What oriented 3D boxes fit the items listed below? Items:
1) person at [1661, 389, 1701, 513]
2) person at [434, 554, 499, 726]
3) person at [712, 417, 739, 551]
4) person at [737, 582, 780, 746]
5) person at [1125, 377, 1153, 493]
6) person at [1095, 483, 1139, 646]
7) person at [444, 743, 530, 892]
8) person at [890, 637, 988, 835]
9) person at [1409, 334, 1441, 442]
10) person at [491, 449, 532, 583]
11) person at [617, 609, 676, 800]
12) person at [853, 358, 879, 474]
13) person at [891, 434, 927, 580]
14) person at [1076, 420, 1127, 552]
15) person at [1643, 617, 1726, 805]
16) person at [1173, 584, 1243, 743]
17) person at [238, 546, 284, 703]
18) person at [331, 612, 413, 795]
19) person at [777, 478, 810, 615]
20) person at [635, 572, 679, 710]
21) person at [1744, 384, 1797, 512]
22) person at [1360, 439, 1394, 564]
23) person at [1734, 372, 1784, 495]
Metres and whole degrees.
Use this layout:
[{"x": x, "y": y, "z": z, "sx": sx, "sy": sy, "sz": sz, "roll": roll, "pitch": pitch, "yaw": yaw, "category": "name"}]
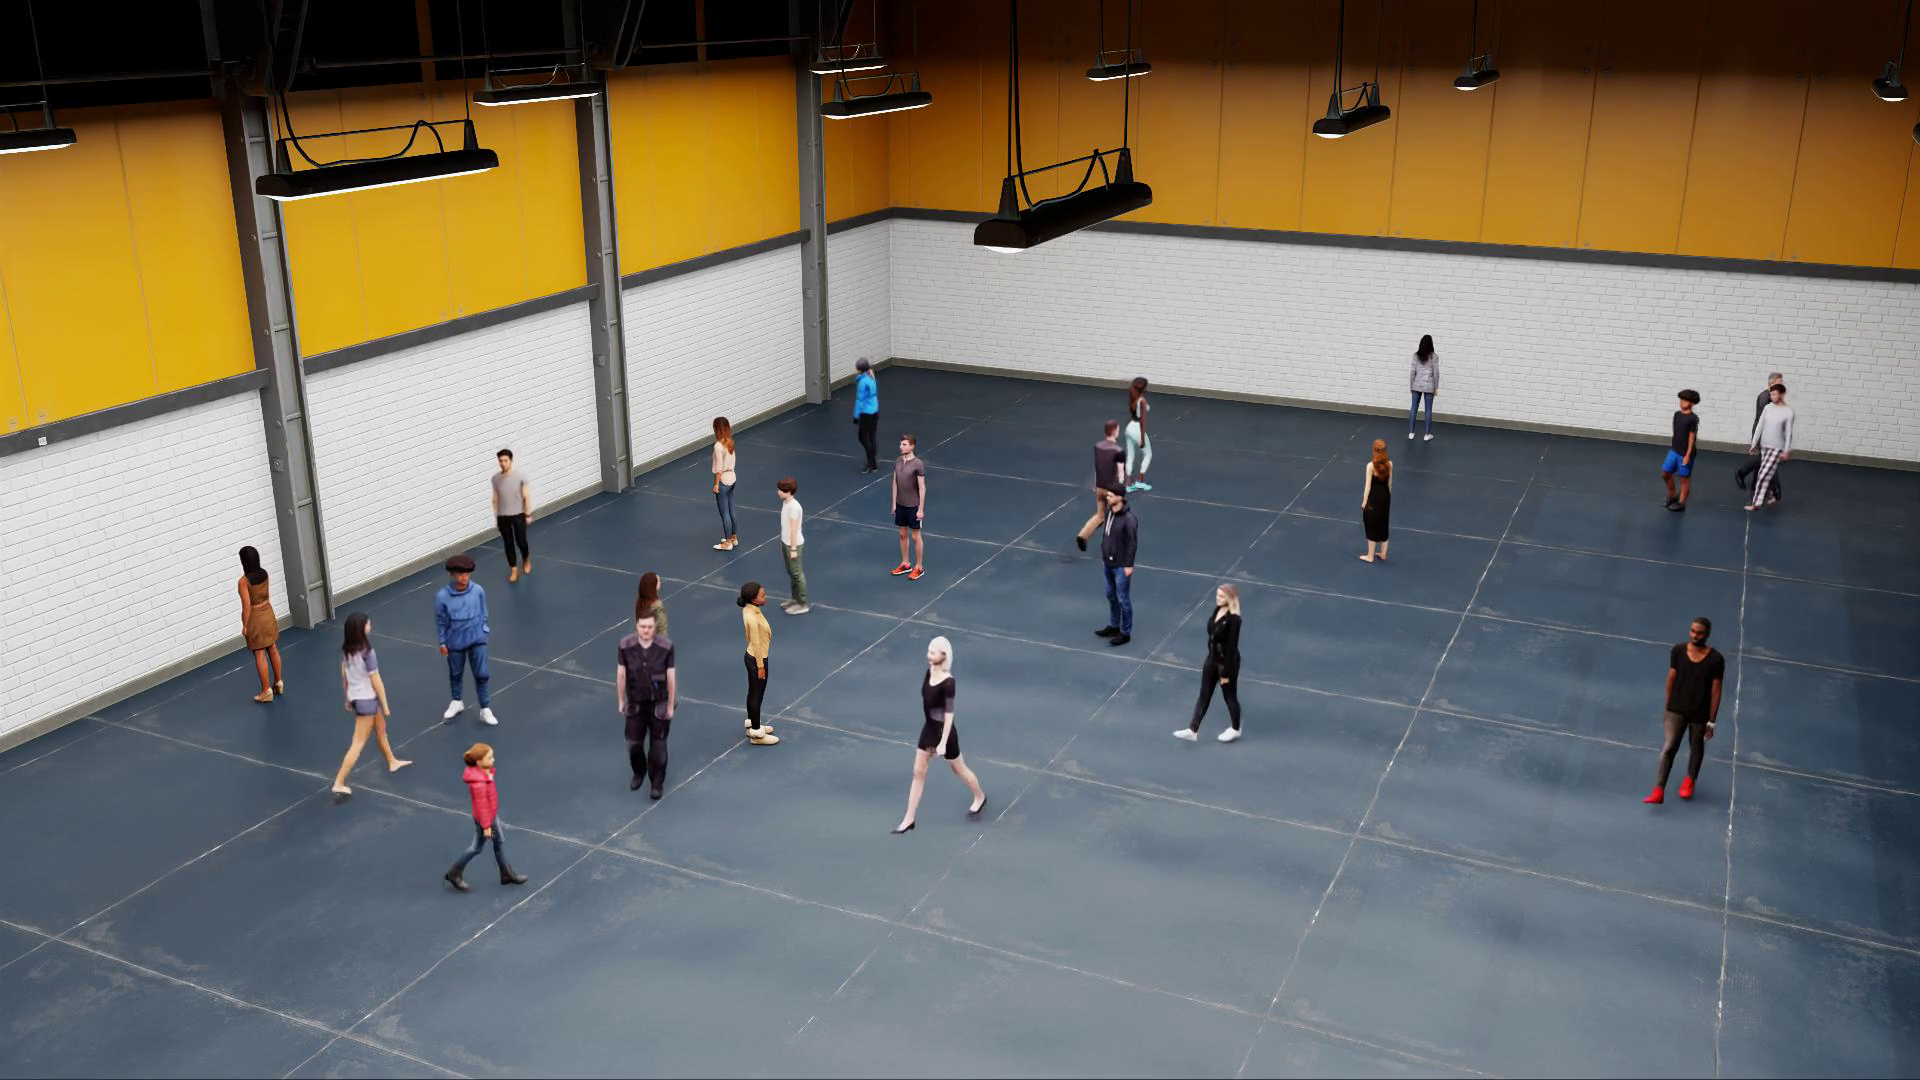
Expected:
[{"x": 10.225, "y": -1.257, "z": 23.391, "sx": 0.784, "sy": 1.784, "sz": 0.733, "roll": -9, "pitch": 20, "yaw": -24, "category": "person"}, {"x": -5.033, "y": 0.976, "z": 16.775, "sx": 0.954, "sy": 1.775, "sz": 1.005, "roll": -6, "pitch": 20, "yaw": -18, "category": "person"}, {"x": -3.089, "y": -0.754, "z": 21.886, "sx": 0.675, "sy": 1.792, "sz": 0.500, "roll": 5, "pitch": 19, "yaw": 16, "category": "person"}, {"x": -2.005, "y": 1.189, "z": 16.324, "sx": 0.752, "sy": 1.660, "sz": 0.681, "roll": -5, "pitch": 19, "yaw": -14, "category": "person"}, {"x": 2.513, "y": -1.523, "z": 24.293, "sx": 0.770, "sy": 1.713, "sz": 0.717, "roll": -9, "pitch": 21, "yaw": -26, "category": "person"}, {"x": 1.798, "y": 0.247, "z": 18.759, "sx": 0.783, "sy": 1.890, "sz": 0.763, "roll": -10, "pitch": 21, "yaw": -27, "category": "person"}, {"x": -3.973, "y": 2.286, "z": 13.639, "sx": 0.841, "sy": 1.294, "sz": 0.912, "roll": 0, "pitch": 19, "yaw": -1, "category": "person"}, {"x": -0.081, "y": 1.714, "z": 14.582, "sx": 1.277, "sy": 1.775, "sz": 1.009, "roll": -13, "pitch": 22, "yaw": -33, "category": "person"}, {"x": 7.572, "y": -2.505, "z": 27.180, "sx": 0.620, "sy": 1.732, "sz": 0.530, "roll": 10, "pitch": 21, "yaw": 27, "category": "person"}, {"x": -5.588, "y": -0.338, "z": 20.780, "sx": 0.748, "sy": 1.710, "sz": 0.806, "roll": 0, "pitch": 19, "yaw": -1, "category": "person"}, {"x": -2.838, "y": 1.455, "z": 15.254, "sx": 0.821, "sy": 1.838, "sz": 0.832, "roll": 0, "pitch": 19, "yaw": 0, "category": "person"}, {"x": -1.387, "y": -1.926, "z": 25.381, "sx": 0.571, "sy": 1.782, "sz": 0.780, "roll": -18, "pitch": 25, "yaw": -42, "category": "person"}, {"x": -0.629, "y": -0.433, "z": 20.840, "sx": 0.705, "sy": 1.851, "sz": 0.634, "roll": 15, "pitch": 24, "yaw": 37, "category": "person"}, {"x": 1.863, "y": -0.642, "z": 21.509, "sx": 1.084, "sy": 1.821, "sz": 0.940, "roll": -13, "pitch": 23, "yaw": -34, "category": "person"}, {"x": 6.684, "y": 1.537, "z": 15.115, "sx": 0.868, "sy": 1.772, "sz": 1.155, "roll": 15, "pitch": 24, "yaw": 37, "category": "person"}, {"x": 2.648, "y": 1.214, "z": 16.245, "sx": 1.069, "sy": 1.663, "sz": 0.986, "roll": -8, "pitch": 20, "yaw": -21, "category": "person"}, {"x": -7.274, "y": 0.857, "z": 17.262, "sx": 0.655, "sy": 1.690, "sz": 0.502, "roll": 5, "pitch": 19, "yaw": 13, "category": "person"}, {"x": -5.530, "y": 1.530, "z": 15.259, "sx": 0.724, "sy": 1.692, "sz": 1.183, "roll": 11, "pitch": 22, "yaw": 31, "category": "person"}, {"x": -1.980, "y": 0.054, "z": 19.706, "sx": 0.699, "sy": 1.651, "sz": 0.647, "roll": -8, "pitch": 20, "yaw": -21, "category": "person"}, {"x": -3.144, "y": 1.032, "z": 17.079, "sx": 0.621, "sy": 1.475, "sz": 0.640, "roll": -17, "pitch": 25, "yaw": -40, "category": "person"}, {"x": 11.531, "y": -1.297, "z": 23.510, "sx": 1.216, "sy": 1.784, "sz": 1.084, "roll": -10, "pitch": 21, "yaw": -27, "category": "person"}, {"x": 5.386, "y": -0.512, "z": 21.426, "sx": 0.667, "sy": 1.626, "sz": 0.730, "roll": -7, "pitch": 20, "yaw": -21, "category": "person"}, {"x": 11.659, "y": -1.567, "z": 24.257, "sx": 0.848, "sy": 1.819, "sz": 0.768, "roll": 12, "pitch": 22, "yaw": 32, "category": "person"}]
